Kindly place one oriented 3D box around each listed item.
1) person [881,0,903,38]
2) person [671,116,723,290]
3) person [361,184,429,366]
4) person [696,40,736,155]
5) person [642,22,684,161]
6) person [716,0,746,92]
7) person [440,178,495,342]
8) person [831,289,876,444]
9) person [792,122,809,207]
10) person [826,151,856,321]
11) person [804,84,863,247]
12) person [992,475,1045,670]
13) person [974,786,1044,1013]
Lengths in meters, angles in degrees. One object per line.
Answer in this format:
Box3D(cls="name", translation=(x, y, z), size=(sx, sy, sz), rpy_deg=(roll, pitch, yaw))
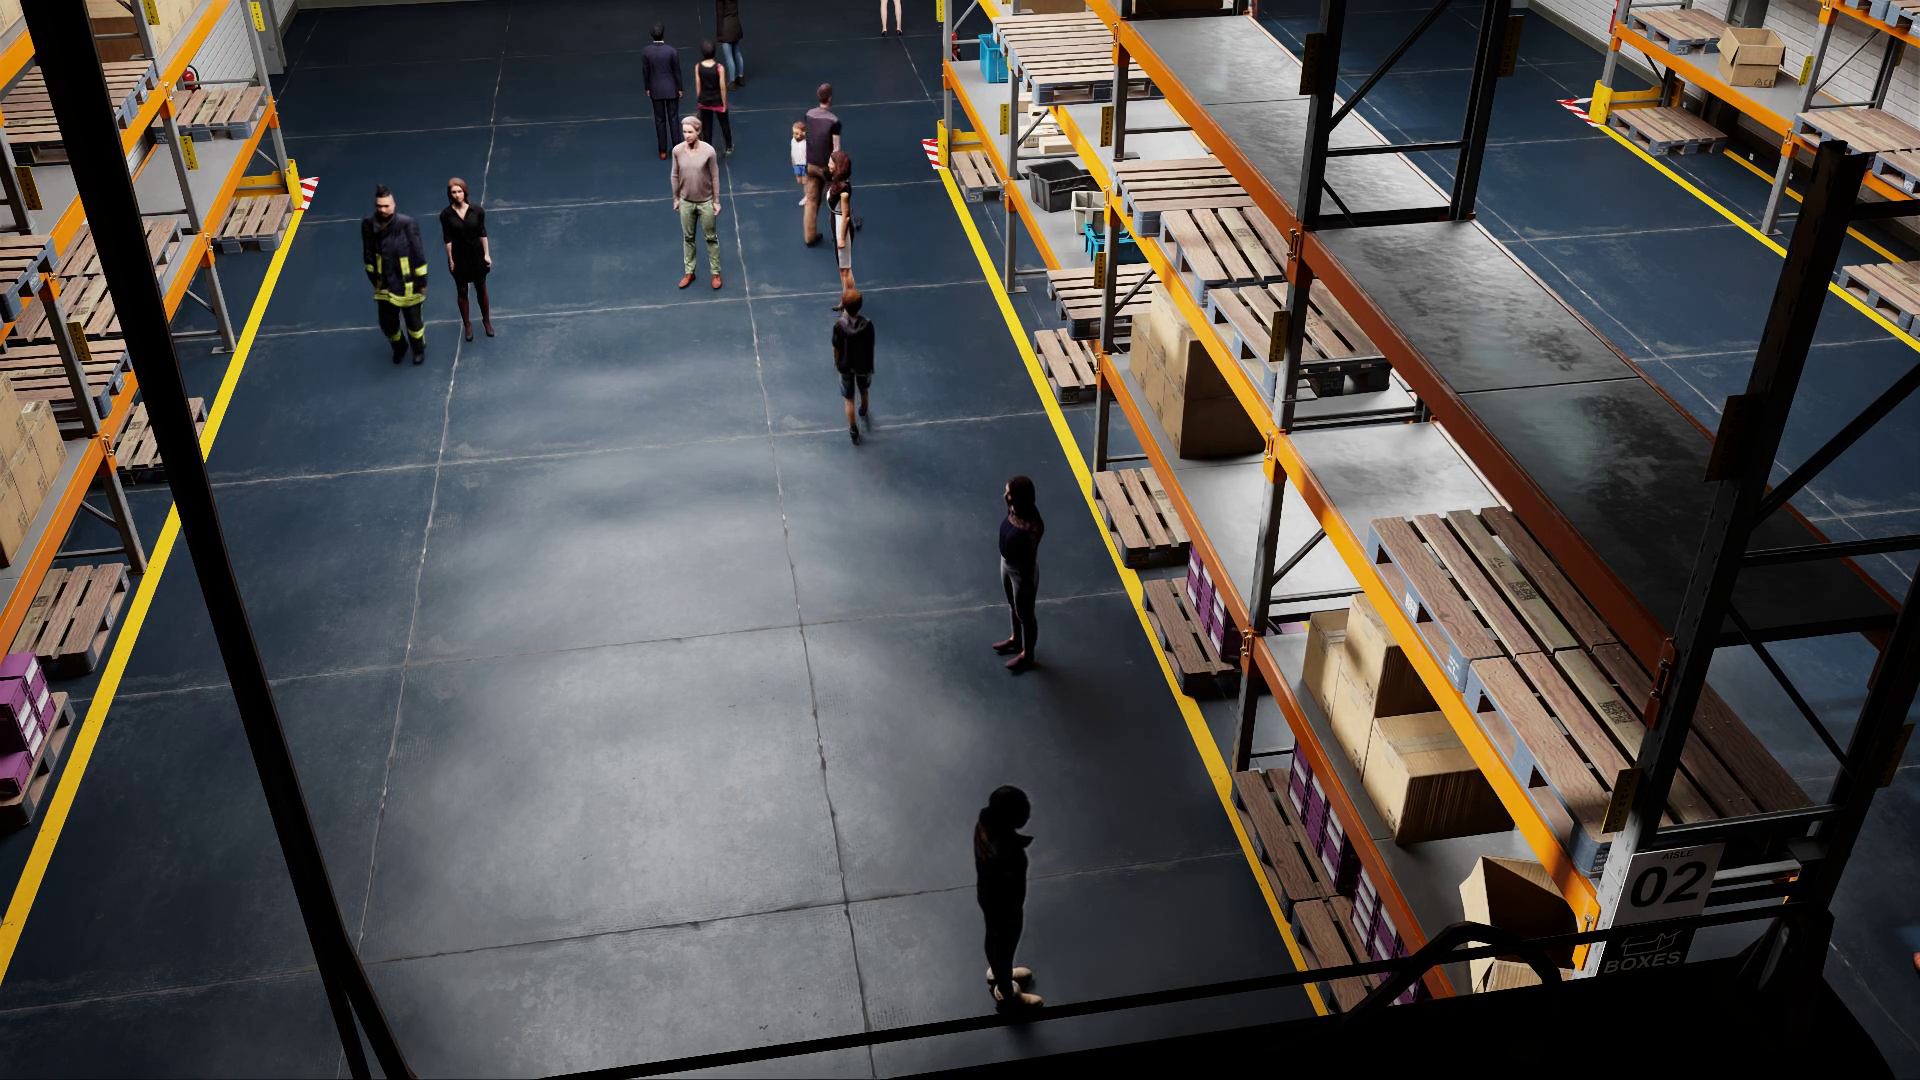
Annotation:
Box3D(cls="person", translation=(-1.073, -8.594, 25.292), size=(0.598, 1.829, 0.524), rpy_deg=(-2, 34, -3))
Box3D(cls="person", translation=(-2.804, -3.618, 17.763), size=(0.741, 1.876, 0.702), rpy_deg=(4, 34, 5))
Box3D(cls="person", translation=(-5.486, -2.629, 16.297), size=(0.802, 1.852, 0.759), rpy_deg=(-1, 34, -2))
Box3D(cls="person", translation=(-3.126, -5.472, 20.860), size=(0.663, 1.536, 0.889), rpy_deg=(1, 34, 2))
Box3D(cls="person", translation=(-3.733, -5.654, 20.961), size=(0.663, 1.727, 0.575), rpy_deg=(-1, 34, -1))
Box3D(cls="person", translation=(-3.223, -7.146, 23.292), size=(0.780, 1.633, 0.705), rpy_deg=(17, 37, 23))
Box3D(cls="person", translation=(-4.953, -2.835, 16.739), size=(0.631, 1.706, 0.572), rpy_deg=(-13, 36, -18))
Box3D(cls="person", translation=(-0.964, -1.557, 15.074), size=(0.608, 1.420, 0.899), rpy_deg=(-2, 34, -4))
Box3D(cls="person", translation=(-1.850, -4.528, 19.913), size=(0.577, 1.012, 0.637), rpy_deg=(22, 39, 29))
Box3D(cls="person", translation=(-1.210, -3.140, 17.118), size=(0.641, 1.796, 0.412), rpy_deg=(-6, 34, -9))
Box3D(cls="person", translation=(-1.599, -4.167, 18.655), size=(1.043, 1.805, 1.116), rpy_deg=(18, 38, 25))
Box3D(cls="person", translation=(0.429, 0.224, 12.226), size=(0.700, 1.608, 0.540), rpy_deg=(-14, 36, -20))
Box3D(cls="person", translation=(0.221, 2.052, 9.428), size=(0.664, 1.661, 0.603), rpy_deg=(8, 35, 12))
